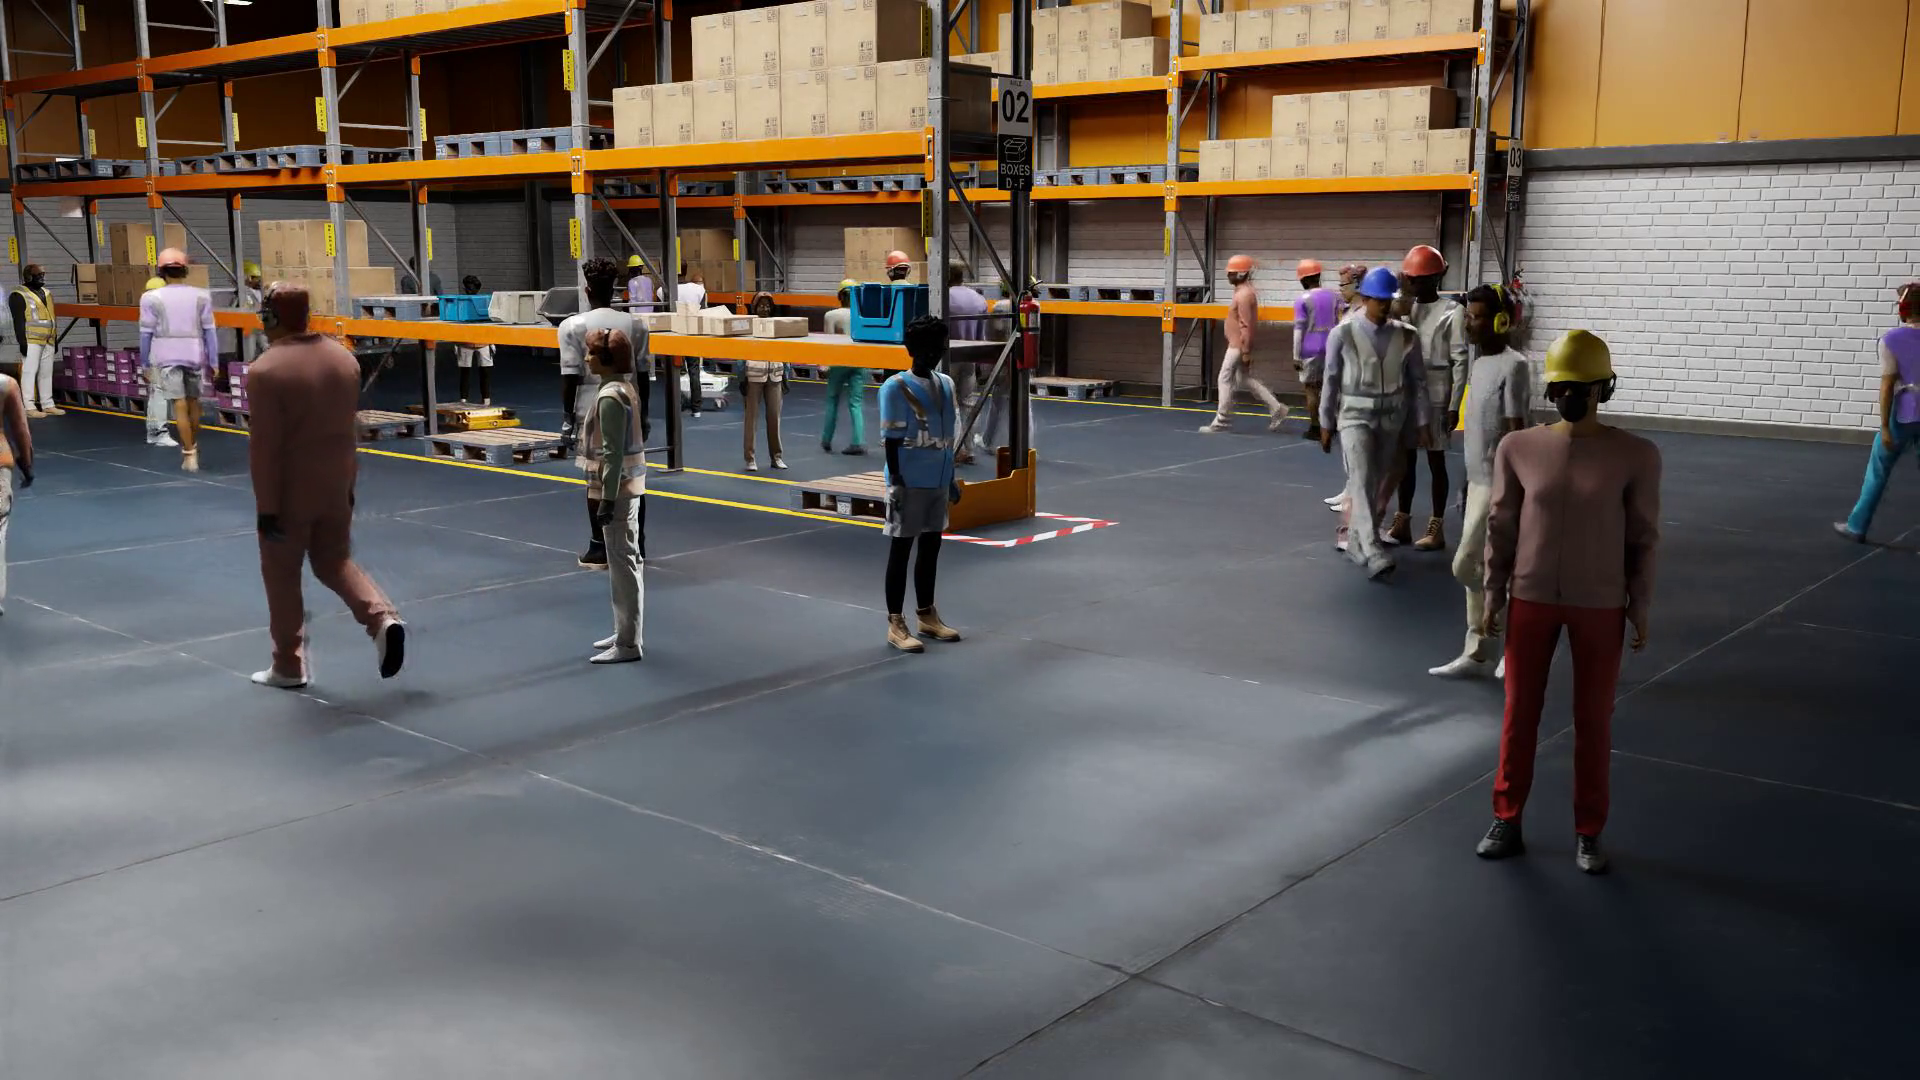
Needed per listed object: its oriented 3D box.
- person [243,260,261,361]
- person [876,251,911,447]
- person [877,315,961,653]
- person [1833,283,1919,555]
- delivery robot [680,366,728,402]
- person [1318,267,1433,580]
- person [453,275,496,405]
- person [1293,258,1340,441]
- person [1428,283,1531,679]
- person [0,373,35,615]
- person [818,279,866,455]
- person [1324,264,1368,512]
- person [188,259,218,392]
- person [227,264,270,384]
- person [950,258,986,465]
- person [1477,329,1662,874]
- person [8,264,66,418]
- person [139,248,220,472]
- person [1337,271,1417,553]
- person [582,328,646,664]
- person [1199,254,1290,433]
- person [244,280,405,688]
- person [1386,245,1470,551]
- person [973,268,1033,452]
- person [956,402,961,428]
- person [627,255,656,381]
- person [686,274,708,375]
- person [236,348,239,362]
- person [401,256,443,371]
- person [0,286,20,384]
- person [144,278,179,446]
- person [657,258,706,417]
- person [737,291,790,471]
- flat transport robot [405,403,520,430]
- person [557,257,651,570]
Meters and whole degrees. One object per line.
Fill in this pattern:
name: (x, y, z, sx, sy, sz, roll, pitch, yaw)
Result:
person: (-11.694, -3.690, 27.384, 0.404, 1.831, 0.600, -5, 11, -27)
person: (-0.618, -1.937, 16.936, 0.618, 1.993, 0.396, -7, 12, -36)
person: (-0.195, -0.290, 8.424, 0.319, 1.693, 0.532, 8, 13, 38)
person: (6.311, -0.801, 11.062, 0.570, 1.794, 0.988, -1, 10, -3)
delivery robot: (-3.251, -1.922, 20.688, 0.707, 0.478, 0.477, 0, 10, 2)
person: (2.578, -0.721, 10.267, 0.628, 1.891, 0.985, -2, 10, -9)
person: (-5.931, -2.377, 20.302, 0.533, 1.692, 0.322, -3, 10, -16)
person: (3.744, -1.979, 17.408, 0.588, 1.914, 0.517, -4, 11, -24)
person: (2.436, -0.248, 7.703, 0.411, 1.860, 0.544, -1, 10, -3)
person: (-5.477, -0.393, 9.295, 0.531, 1.585, 0.913, -5, 11, -26)
person: (-1.144, -1.708, 16.431, 0.599, 1.704, 0.787, -5, 11, -29)
person: (3.028, -1.168, 12.832, 0.405, 1.902, 0.636, 1, 10, 8)
person: (-10.689, -2.939, 23.009, 0.823, 1.875, 0.645, 5, 11, 26)
person: (-9.832, -2.933, 23.138, 0.780, 1.808, 0.608, 4, 11, 19)
person: (-0.046, -1.638, 15.477, 0.645, 1.926, 0.435, -8, 13, -37)
person: (1.965, 0.205, 5.397, 0.532, 1.767, 0.328, 5, 11, 27)
person: (-11.076, -2.385, 19.976, 0.430, 1.835, 0.621, 2, 10, 10)
person: (-7.177, -1.643, 15.210, 0.636, 2.009, 0.924, -9, 13, -40)
person: (2.785, -0.853, 11.125, 0.500, 1.872, 0.690, 1, 10, 8)
person: (-1.691, -0.218, 8.164, 0.309, 1.641, 0.514, -1, 10, -7)
person: (3.125, -2.124, 18.111, 0.893, 1.963, 0.615, 2, 10, 14)
person: (-2.935, -0.234, 7.562, 0.693, 1.883, 0.646, 5, 11, 26)
person: (3.094, -0.943, 11.161, 0.402, 2.036, 0.609, -8, 13, -39)
person: (0.463, -1.705, 16.105, 0.562, 1.816, 0.972, -6, 12, -30)
person: (-0.163, -2.063, 18.717, 0.512, 1.622, 0.294, 3, 10, 17)
person: (-4.855, -3.347, 25.199, 0.402, 1.919, 0.588, 4, 11, 21)
person: (-4.086, -3.315, 25.845, 0.283, 1.625, 0.505, 6, 12, 32)
person: (-12.123, -3.764, 28.480, 0.499, 1.589, 0.854, 6, 11, 29)
person: (-8.906, -3.748, 27.575, 0.693, 1.880, 0.960, -7, 12, -33)
person: (-13.041, -2.850, 22.359, 0.577, 1.912, 0.553, 6, 12, 31)
person: (-8.249, -1.831, 17.159, 0.332, 1.709, 0.630, -6, 12, -32)
person: (-3.322, -2.414, 19.915, 0.582, 1.911, 0.392, -2, 10, -13)
person: (-1.795, -1.446, 15.175, 0.519, 1.634, 0.311, -6, 12, -32)
flat transport robot: (-5.669, -1.415, 18.874, 1.431, 0.197, 0.652, 9, 14, 42)
person: (-2.240, -0.795, 10.516, 0.608, 1.965, 0.370, -7, 12, -33)
